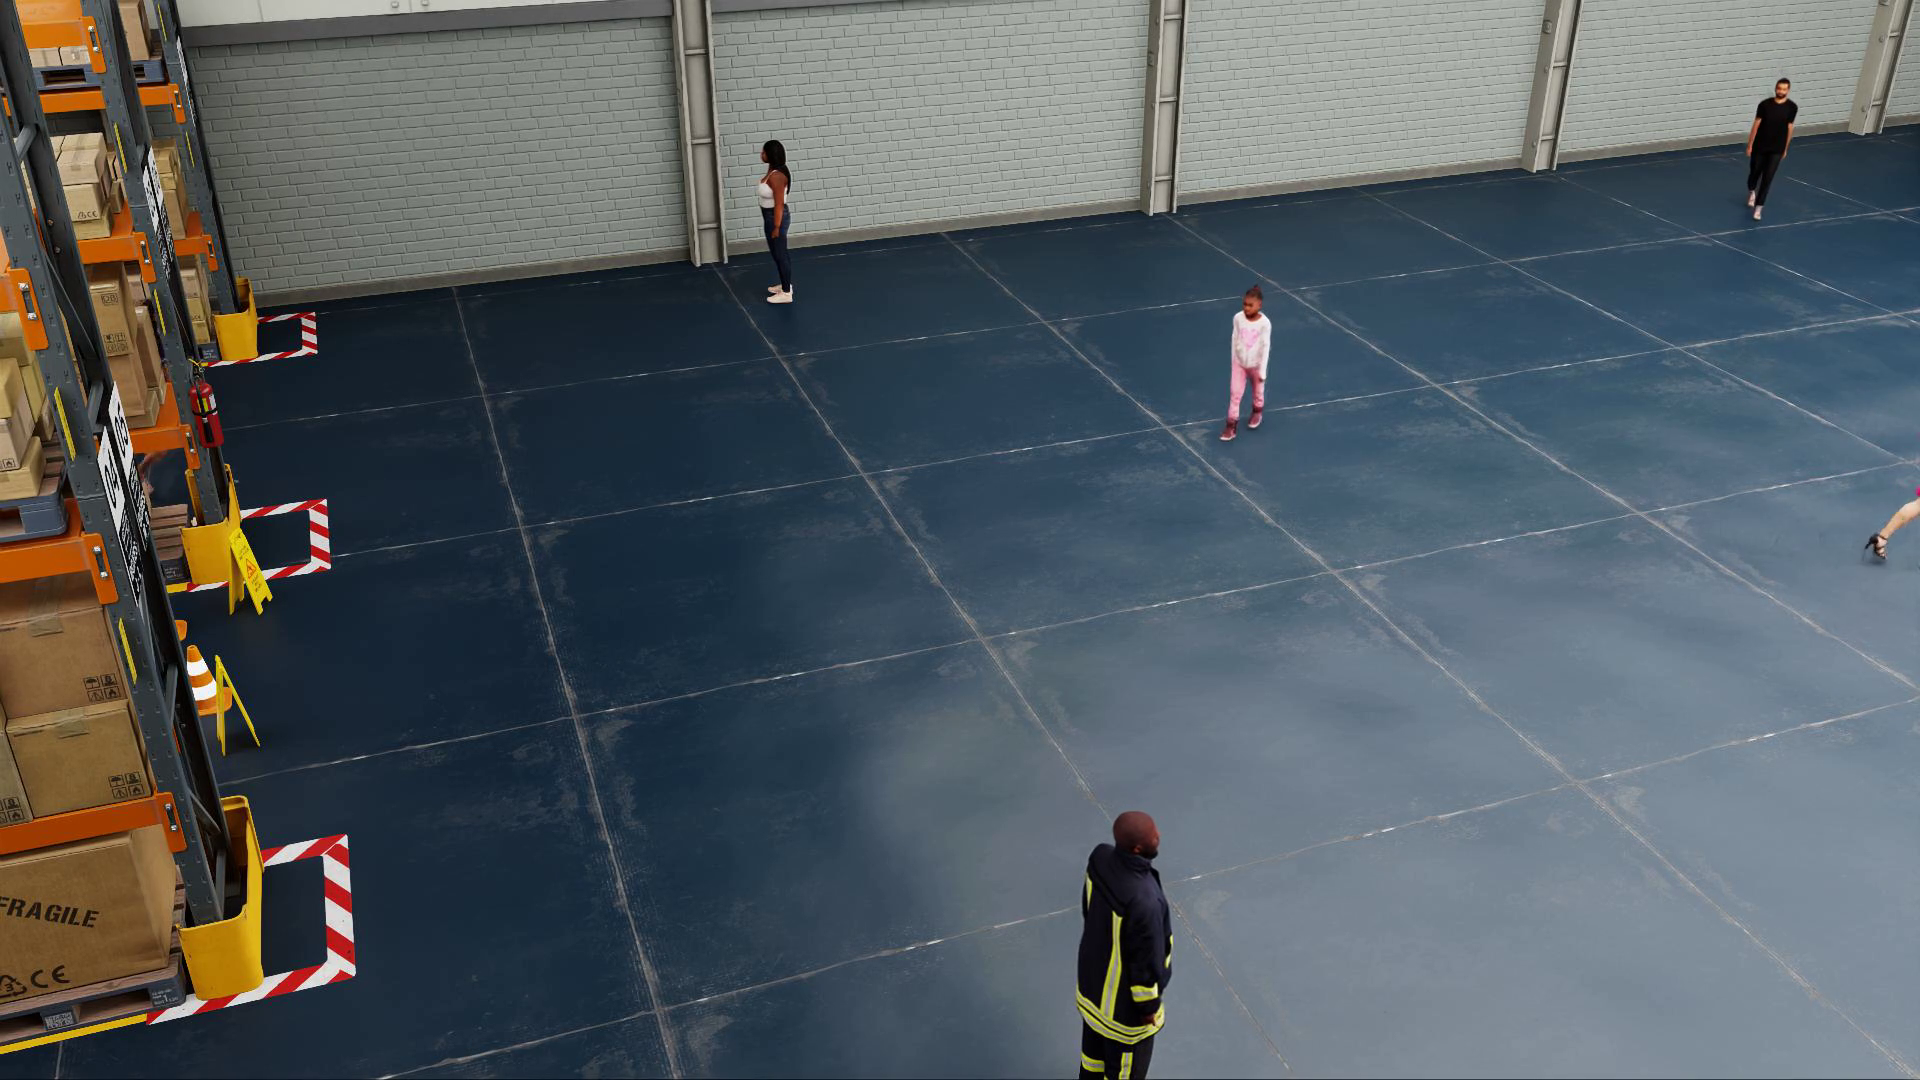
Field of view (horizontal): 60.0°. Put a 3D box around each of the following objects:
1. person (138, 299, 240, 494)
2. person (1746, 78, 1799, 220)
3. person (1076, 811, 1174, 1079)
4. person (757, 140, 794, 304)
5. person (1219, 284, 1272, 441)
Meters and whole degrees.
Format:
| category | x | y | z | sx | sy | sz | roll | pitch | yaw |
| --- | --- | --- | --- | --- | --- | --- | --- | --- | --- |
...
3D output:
| category | x | y | z | sx | sy | sz | roll | pitch | yaw |
| --- | --- | --- | --- | --- | --- | --- | --- | --- | --- |
| person | -6.768 | -1.177 | 14.123 | 1.105 | 1.736 | 0.677 | -5 | 29 | -10 |
| person | 10.411 | -5.061 | 21.423 | 1.121 | 1.730 | 1.168 | 12 | 30 | 21 |
| person | 0.785 | 2.047 | 7.978 | 0.643 | 1.821 | 0.729 | -10 | 30 | -19 |
| person | -2.021 | -3.549 | 18.500 | 0.701 | 1.809 | 0.716 | -1 | 28 | -3 |
| person | 2.710 | -1.661 | 15.375 | 0.939 | 1.413 | 1.040 | 15 | 32 | 26 |
